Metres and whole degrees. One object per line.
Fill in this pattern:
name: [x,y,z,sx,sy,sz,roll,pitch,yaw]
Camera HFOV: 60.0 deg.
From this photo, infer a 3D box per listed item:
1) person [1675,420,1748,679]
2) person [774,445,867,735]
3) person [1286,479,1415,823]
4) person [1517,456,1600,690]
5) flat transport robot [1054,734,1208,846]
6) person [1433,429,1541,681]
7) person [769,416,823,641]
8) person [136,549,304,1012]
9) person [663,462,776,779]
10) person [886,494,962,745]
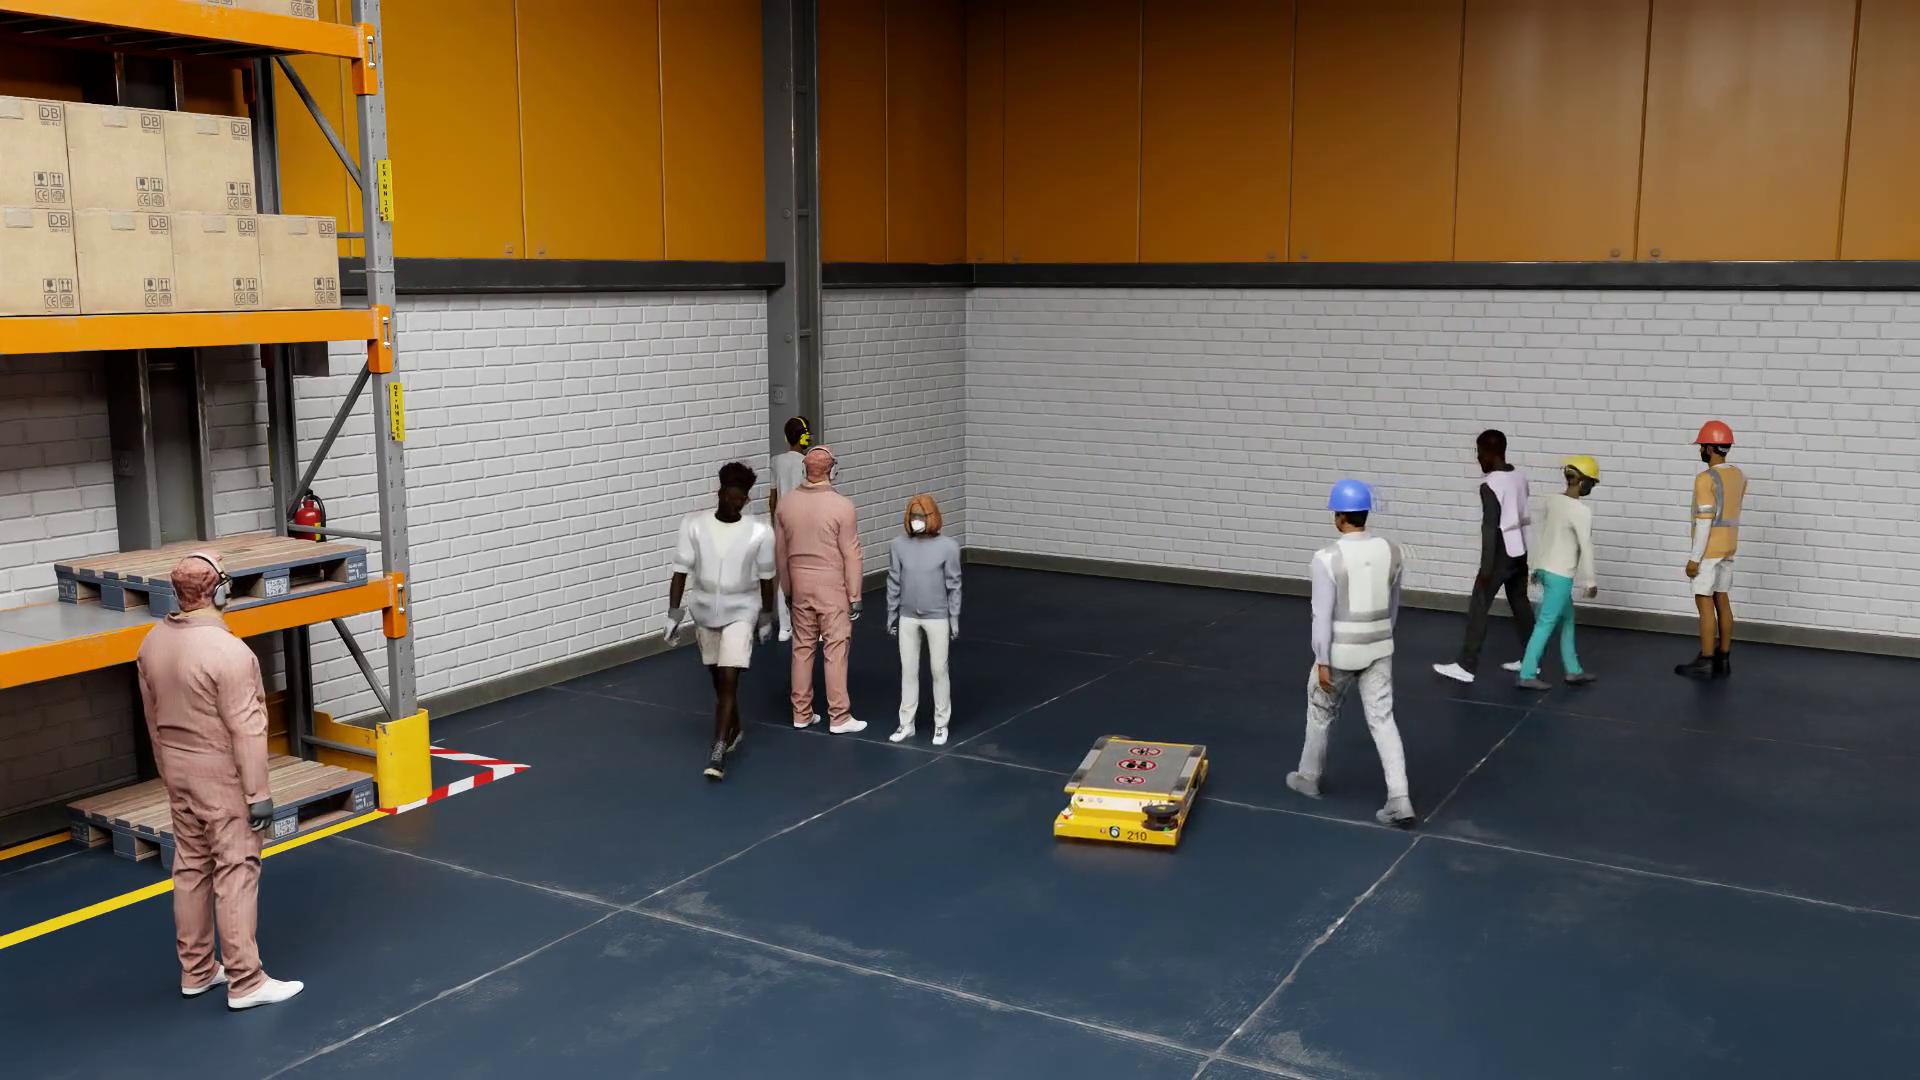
person: [5.632,0.070,12.507,0.552,1.934,0.373,-7,11,-35]
person: [-0.896,0.330,10.968,0.648,1.912,0.409,5,11,30]
person: [2.226,0.605,9.296,0.608,1.903,1.003,-3,10,-17]
person: [4.420,0.248,12.047,0.780,1.709,0.540,-1,9,-9]
flat transport robot: [1.000,1.391,9.443,0.652,0.197,1.431,2,9,15]
person: [4.011,0.114,12.456,0.519,1.881,0.753,9,13,43]
person: [-1.324,-0.082,13.665,0.528,1.871,0.323,5,11,30]
person: [-3.055,0.986,6.872,0.648,1.912,0.409,5,11,30]
person: [-1.445,0.459,10.208,0.622,1.897,1.042,1,9,7]
person: [-0.237,0.509,10.713,0.507,1.630,0.268,3,10,19]
